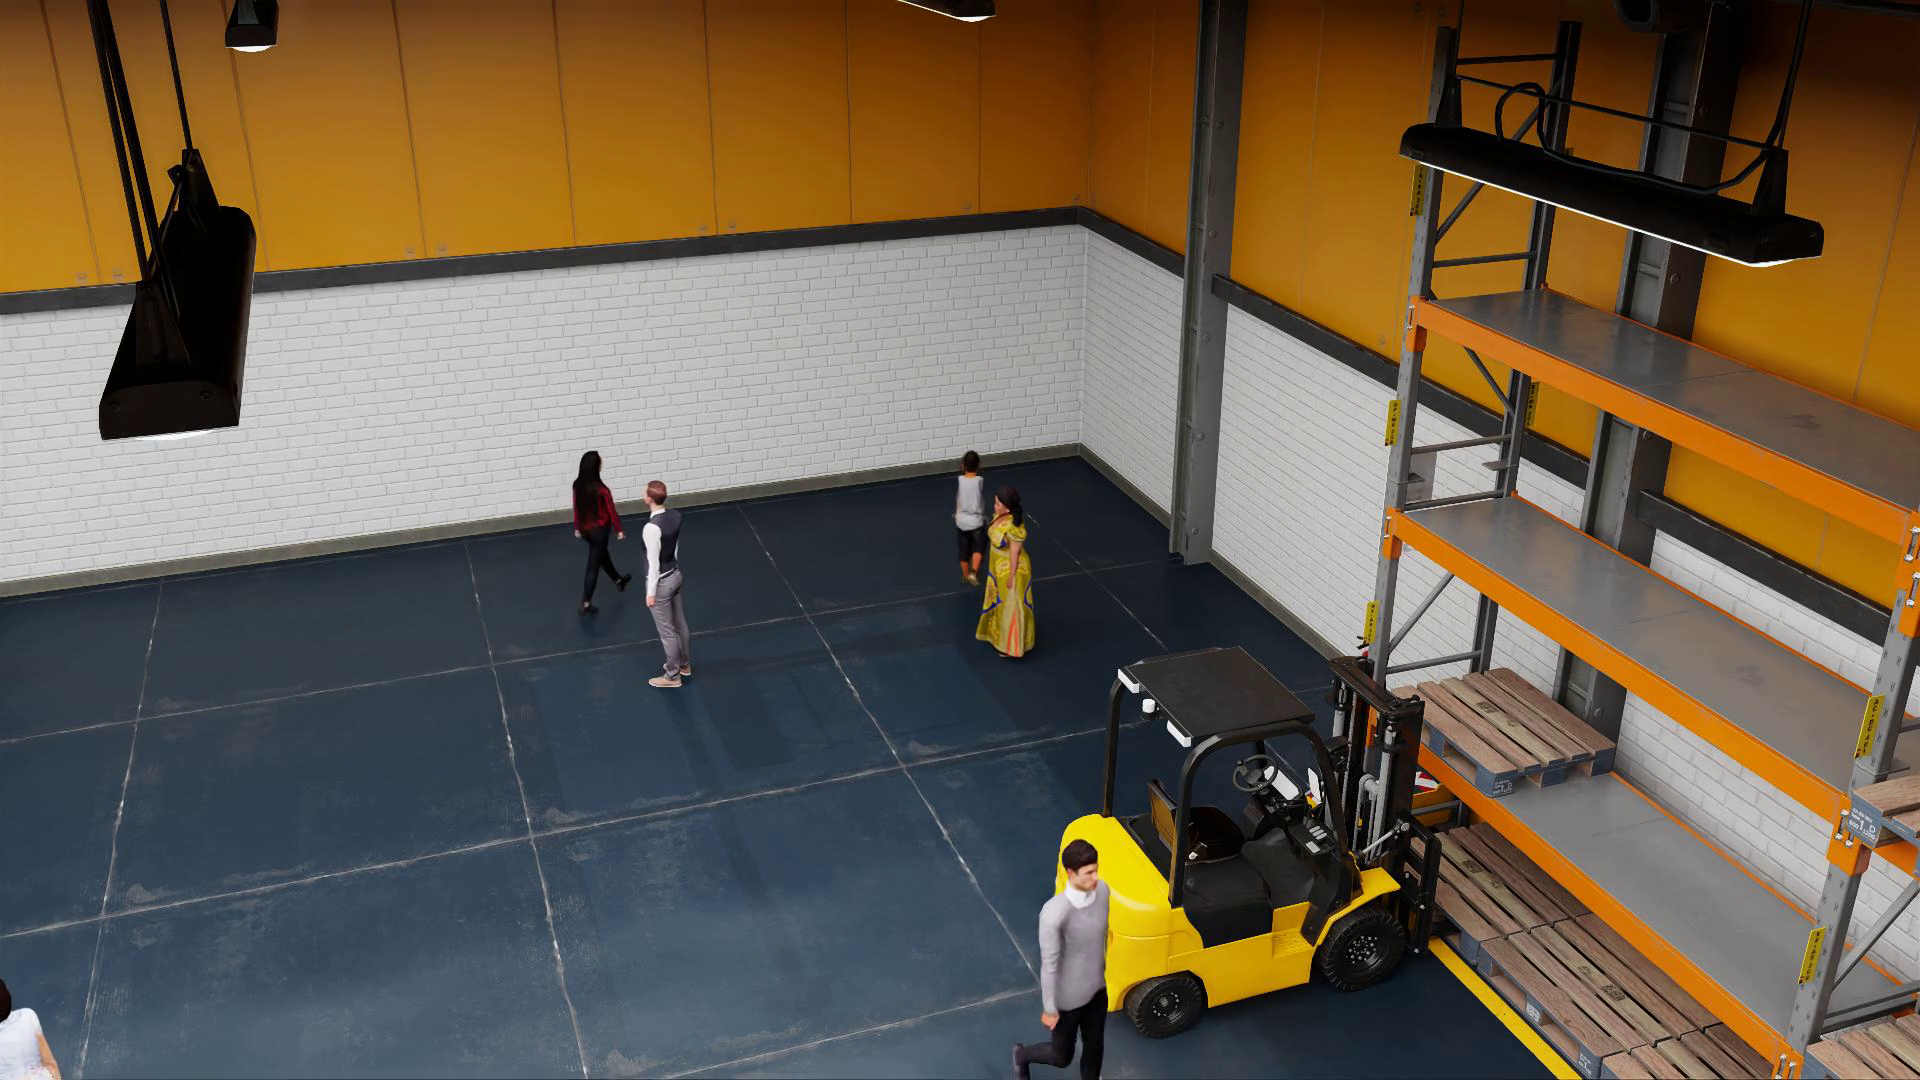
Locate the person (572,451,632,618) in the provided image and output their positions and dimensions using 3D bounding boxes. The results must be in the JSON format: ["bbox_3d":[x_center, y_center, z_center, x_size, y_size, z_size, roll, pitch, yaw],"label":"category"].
[{"bbox_3d":[-3.566,-0.024,16.015,1.037,1.623,1.053,13,27,27],"label":"person"}]

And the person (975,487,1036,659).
[{"bbox_3d":[0.449,0.273,15.293,0.872,1.656,0.659,-8,25,-18],"label":"person"}]

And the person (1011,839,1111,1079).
[{"bbox_3d":[0.610,2.576,9.714,0.990,1.906,1.164,-21,31,-40],"label":"person"}]

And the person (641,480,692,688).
[{"bbox_3d":[-2.613,0.372,14.716,0.803,1.938,0.713,8,25,17],"label":"person"}]

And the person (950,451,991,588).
[{"bbox_3d":[0.099,-0.230,16.705,0.738,1.447,0.827,3,24,7],"label":"person"}]
